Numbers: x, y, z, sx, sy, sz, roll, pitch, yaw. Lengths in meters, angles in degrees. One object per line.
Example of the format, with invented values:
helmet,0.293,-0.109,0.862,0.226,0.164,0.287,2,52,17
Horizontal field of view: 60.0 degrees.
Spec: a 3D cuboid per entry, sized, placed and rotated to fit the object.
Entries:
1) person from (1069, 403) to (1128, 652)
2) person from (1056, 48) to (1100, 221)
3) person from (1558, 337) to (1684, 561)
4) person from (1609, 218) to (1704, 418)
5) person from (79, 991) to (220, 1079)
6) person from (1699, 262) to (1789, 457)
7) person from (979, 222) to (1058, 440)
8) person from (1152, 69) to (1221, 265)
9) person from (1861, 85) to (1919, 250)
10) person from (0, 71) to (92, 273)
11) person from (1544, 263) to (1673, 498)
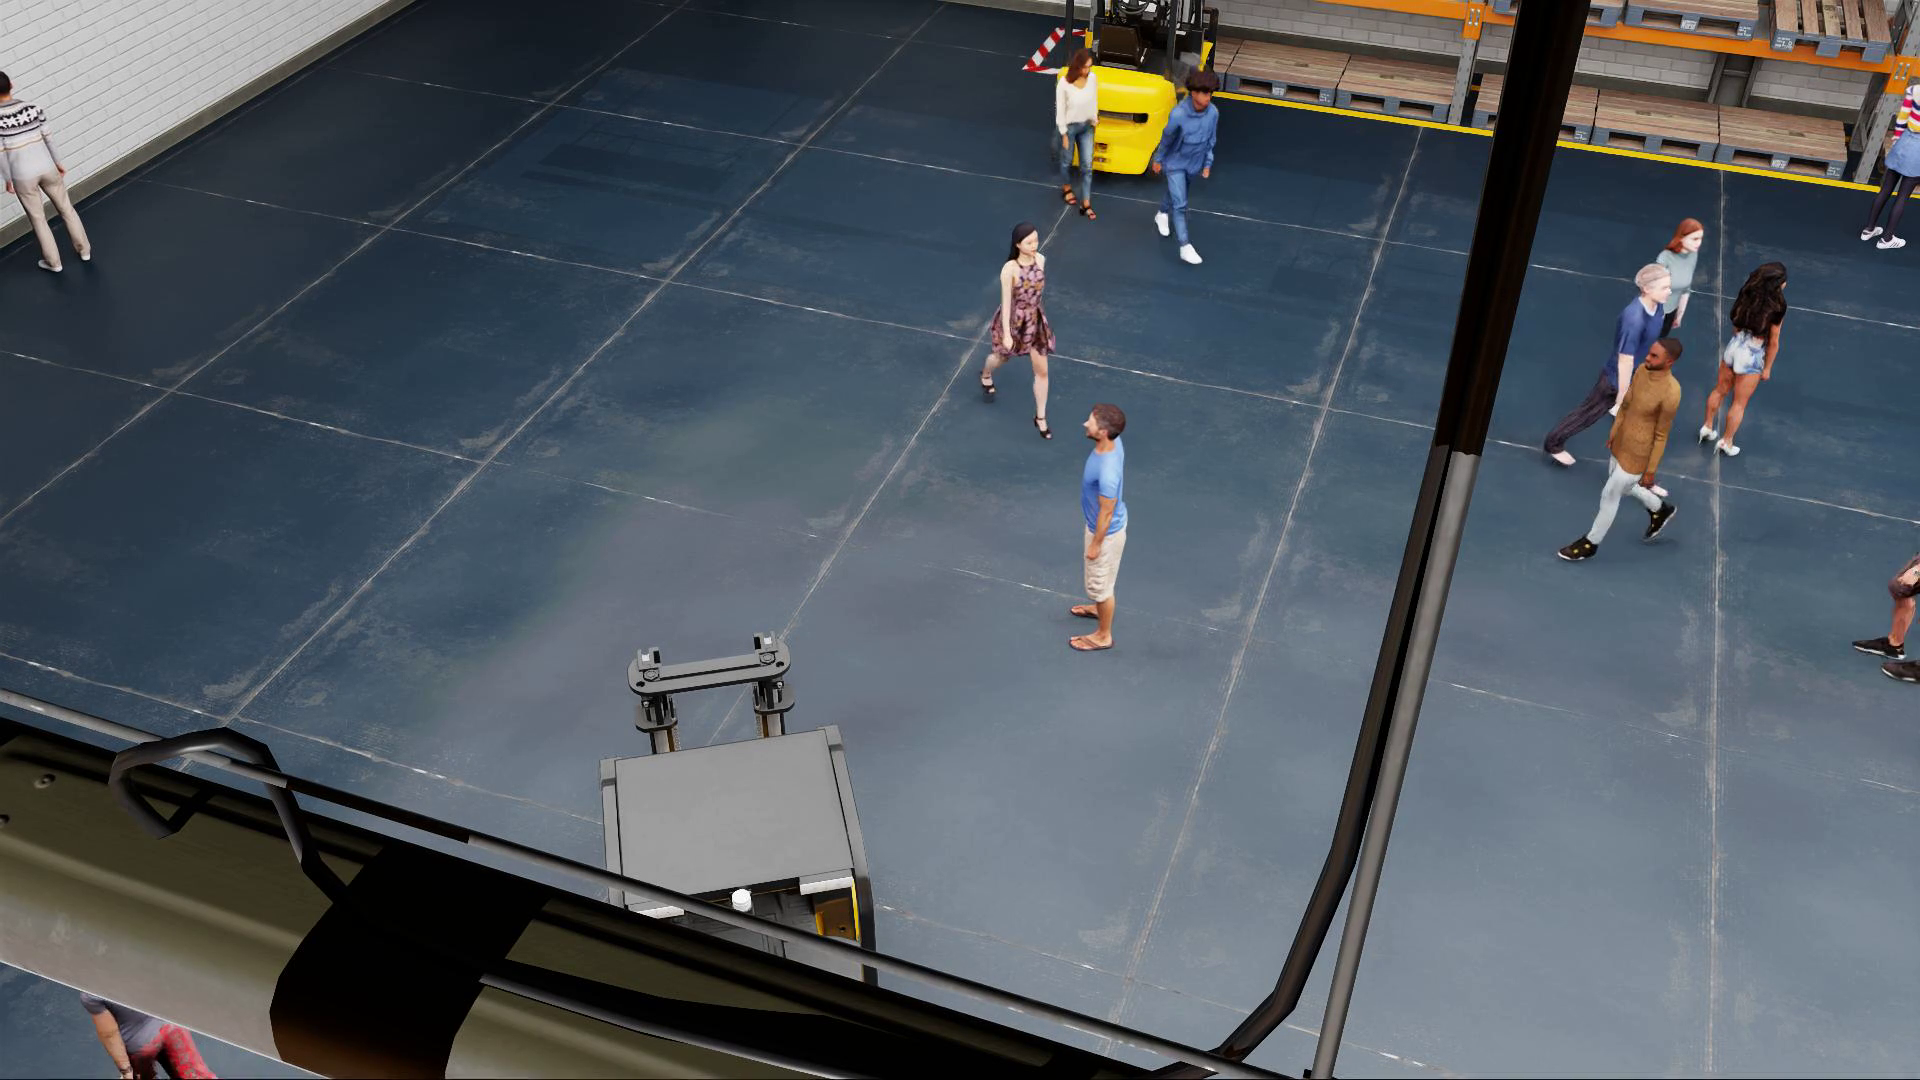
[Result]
person,0.939,-0.101,10.806,0.648,1.863,0.705,5,39,6
person,1.058,-3.927,15.771,0.965,1.645,0.996,-14,41,-16
person,4.750,-0.625,11.518,1.207,1.792,1.011,-7,39,-9
person,5.411,-1.732,12.950,0.666,1.736,0.734,-14,41,-17
person,-3.780,2.387,7.895,1.180,1.607,0.763,21,43,24
person,5.937,-1.369,12.584,0.715,1.626,0.662,-13,40,-16
person,0.414,-1.662,12.862,1.014,1.736,1.214,-25,45,-28
person,1.979,-3.463,15.111,1.189,1.744,1.257,-15,41,-18
person,8.663,-3.536,15.151,0.757,1.808,0.716,-14,41,-16
person,-8.246,-3.286,14.796,0.713,1.861,0.756,30,47,32
person,4.788,-1.208,12.232,1.022,1.813,1.314,-32,48,-34
